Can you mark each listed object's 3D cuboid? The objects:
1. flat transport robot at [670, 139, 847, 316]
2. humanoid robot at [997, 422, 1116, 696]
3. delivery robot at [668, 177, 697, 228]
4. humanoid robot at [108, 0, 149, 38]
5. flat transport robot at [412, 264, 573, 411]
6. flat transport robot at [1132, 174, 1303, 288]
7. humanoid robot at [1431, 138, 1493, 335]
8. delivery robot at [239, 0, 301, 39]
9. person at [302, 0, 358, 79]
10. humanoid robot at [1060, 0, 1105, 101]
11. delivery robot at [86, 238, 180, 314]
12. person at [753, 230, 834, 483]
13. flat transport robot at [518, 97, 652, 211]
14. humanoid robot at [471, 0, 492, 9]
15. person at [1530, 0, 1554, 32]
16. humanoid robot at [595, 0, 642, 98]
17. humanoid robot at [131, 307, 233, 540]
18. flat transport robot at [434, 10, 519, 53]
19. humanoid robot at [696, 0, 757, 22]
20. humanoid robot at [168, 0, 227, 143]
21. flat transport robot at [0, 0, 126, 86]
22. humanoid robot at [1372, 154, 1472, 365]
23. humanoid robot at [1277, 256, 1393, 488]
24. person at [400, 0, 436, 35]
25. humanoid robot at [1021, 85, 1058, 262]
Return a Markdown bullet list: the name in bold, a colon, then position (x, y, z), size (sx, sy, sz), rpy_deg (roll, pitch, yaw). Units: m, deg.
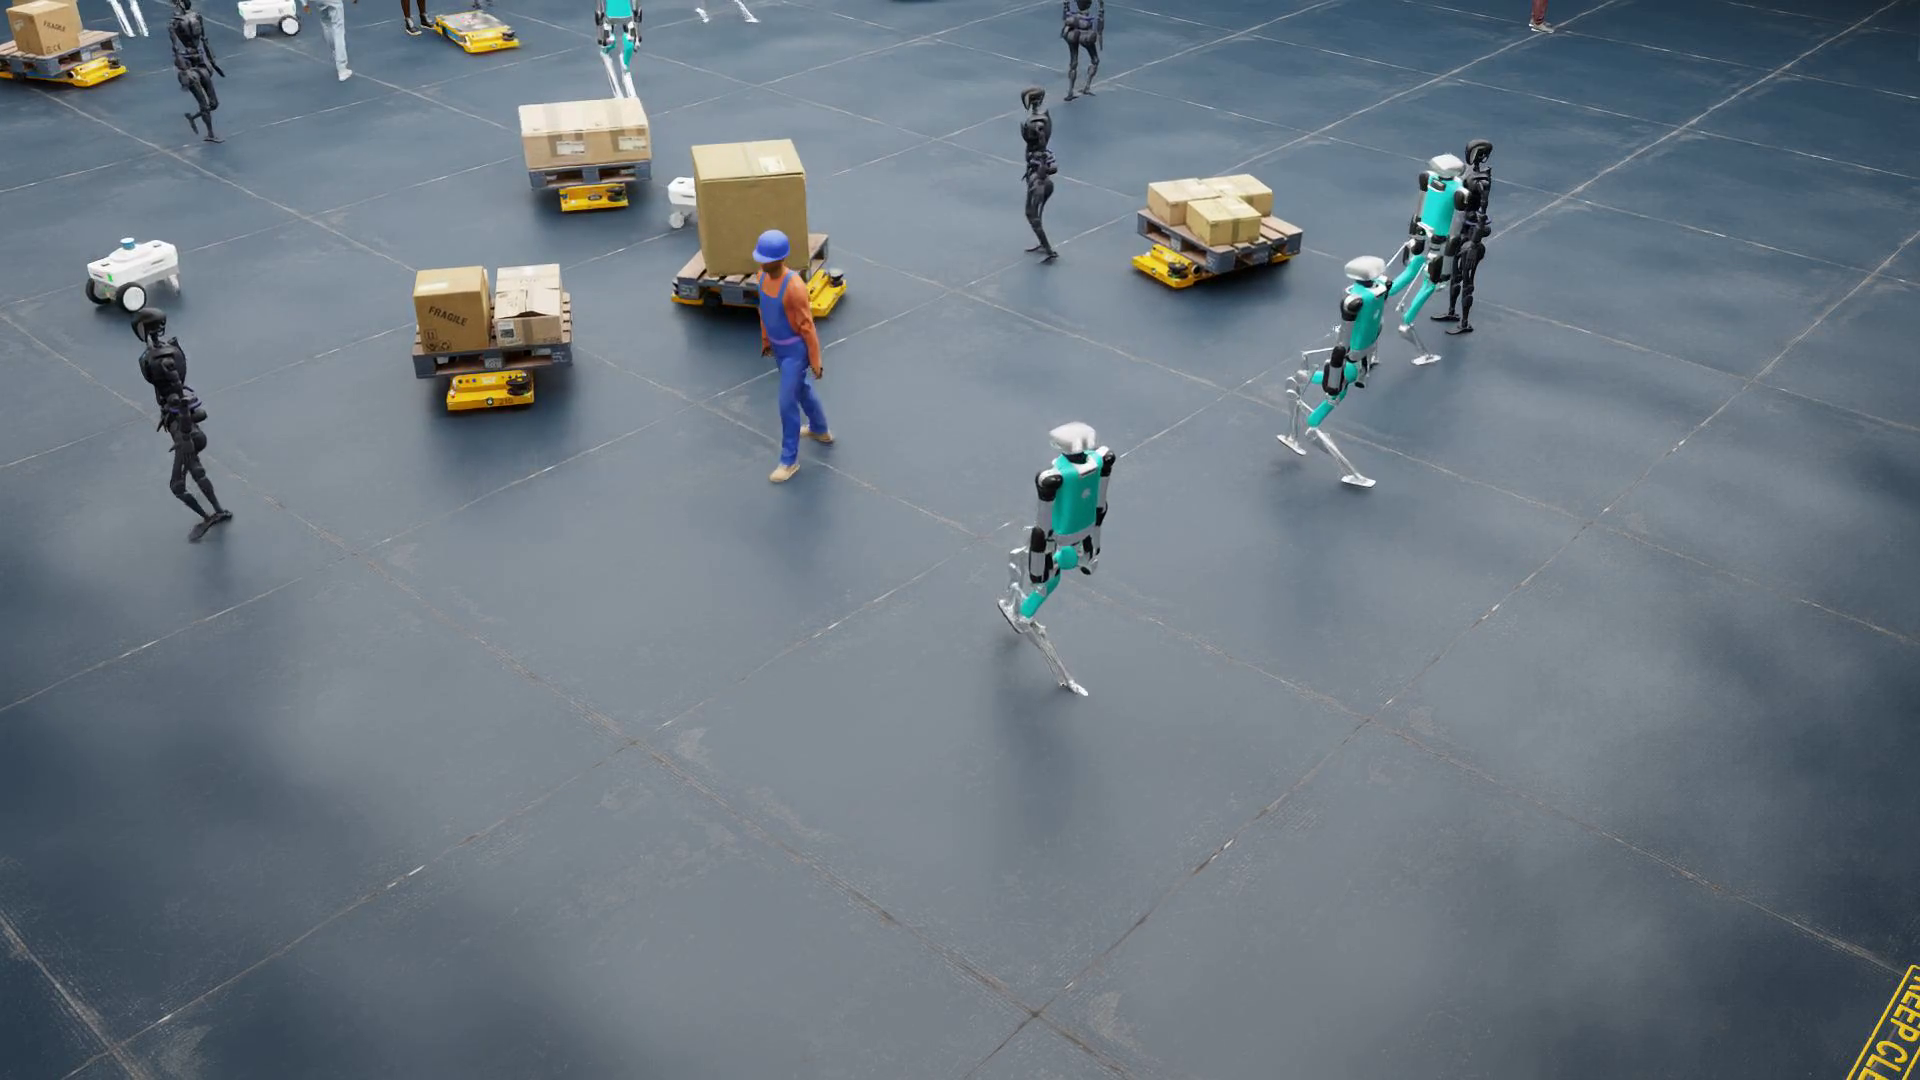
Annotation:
- **flat transport robot**: position (-1.790, -2.242, 14.765), size (1.431, 0.231, 0.659), rpy_deg (7, 33, 11)
- **humanoid robot**: position (0.426, 0.006, 9.804), size (0.531, 1.782, 1.026), rpy_deg (-23, 39, -33)
- **delivery robot**: position (-2.459, -3.317, 16.217), size (0.788, 0.587, 0.499), rpy_deg (7, 33, 11)
- **humanoid robot**: position (-11.041, -7.451, 21.778), size (0.537, 1.819, 0.654), rpy_deg (-18, 36, -26)
- **flat transport robot**: position (-3.751, -1.475, 13.529), size (0.659, 0.231, 1.431), rpy_deg (-6, 32, -10)
- **flat transport robot**: position (2.368, -2.669, 15.453), size (1.431, 0.231, 0.659), rpy_deg (-18, 36, -27)
- **humanoid robot**: position (4.233, -2.542, 13.899), size (0.315, 1.657, 0.599), rpy_deg (-4, 32, -7)
- **delivery robot**: position (-9.212, -7.015, 22.166), size (0.757, 0.580, 0.499), rpy_deg (-11, 33, -17)
- **person**: position (-7.739, -6.689, 20.408), size (0.623, 1.867, 0.977), rpy_deg (-5, 32, -8)
- **humanoid robot**: position (1.416, -5.991, 19.477), size (0.610, 1.640, 0.425), rpy_deg (23, 38, 32)
- **delivery robot**: position (-7.288, -2.368, 14.684), size (0.513, 0.581, 0.740), rpy_deg (18, 36, 26)
- **person**: position (-1.196, -1.402, 11.915), size (0.734, 1.867, 0.618), rpy_deg (-22, 38, -31)
- **flat transport robot**: position (-3.824, -3.734, 17.167), size (0.659, 0.231, 1.431), rpy_deg (-8, 33, -13)
- **humanoid robot**: position (-6.819, -8.254, 23.111), size (0.607, 1.653, 0.326), rpy_deg (-15, 35, -23)
- **person**: position (7.858, -7.704, 22.100), size (0.376, 1.808, 0.535), rpy_deg (6, 32, 10)
- **humanoid robot**: position (-3.932, -5.811, 19.103), size (0.545, 1.734, 0.977), rpy_deg (-12, 34, -19)
- **humanoid robot**: position (-5.210, -0.790, 11.088), size (0.368, 1.647, 0.613), rpy_deg (-22, 38, -31)
- **flat transport robot**: position (-6.407, -6.725, 21.983), size (0.659, 0.231, 1.431), rpy_deg (-19, 37, -28)
- **humanoid robot**: position (-3.243, -7.861, 22.448), size (0.977, 1.773, 0.541), rpy_deg (5, 32, 7)
- **humanoid robot**: position (-8.421, -5.179, 18.165), size (0.528, 1.637, 0.599), rpy_deg (9, 33, 14)
- **flat transport robot**: position (-11.138, -5.846, 20.567), size (1.431, 0.231, 0.659), rpy_deg (10, 33, 15)
- **humanoid robot**: position (3.566, -2.157, 13.258), size (0.881, 1.784, 0.554), rpy_deg (-14, 35, -21)
- **humanoid robot**: position (2.564, -1.228, 11.787), size (1.032, 1.767, 0.546), rpy_deg (25, 40, 34)
- **person**: position (-7.267, -7.715, 21.971), size (0.369, 1.966, 0.600), rpy_deg (20, 37, 29)
- **humanoid robot**: position (0.723, -3.360, 15.249), size (0.363, 1.650, 0.611), rpy_deg (-6, 32, -9)
